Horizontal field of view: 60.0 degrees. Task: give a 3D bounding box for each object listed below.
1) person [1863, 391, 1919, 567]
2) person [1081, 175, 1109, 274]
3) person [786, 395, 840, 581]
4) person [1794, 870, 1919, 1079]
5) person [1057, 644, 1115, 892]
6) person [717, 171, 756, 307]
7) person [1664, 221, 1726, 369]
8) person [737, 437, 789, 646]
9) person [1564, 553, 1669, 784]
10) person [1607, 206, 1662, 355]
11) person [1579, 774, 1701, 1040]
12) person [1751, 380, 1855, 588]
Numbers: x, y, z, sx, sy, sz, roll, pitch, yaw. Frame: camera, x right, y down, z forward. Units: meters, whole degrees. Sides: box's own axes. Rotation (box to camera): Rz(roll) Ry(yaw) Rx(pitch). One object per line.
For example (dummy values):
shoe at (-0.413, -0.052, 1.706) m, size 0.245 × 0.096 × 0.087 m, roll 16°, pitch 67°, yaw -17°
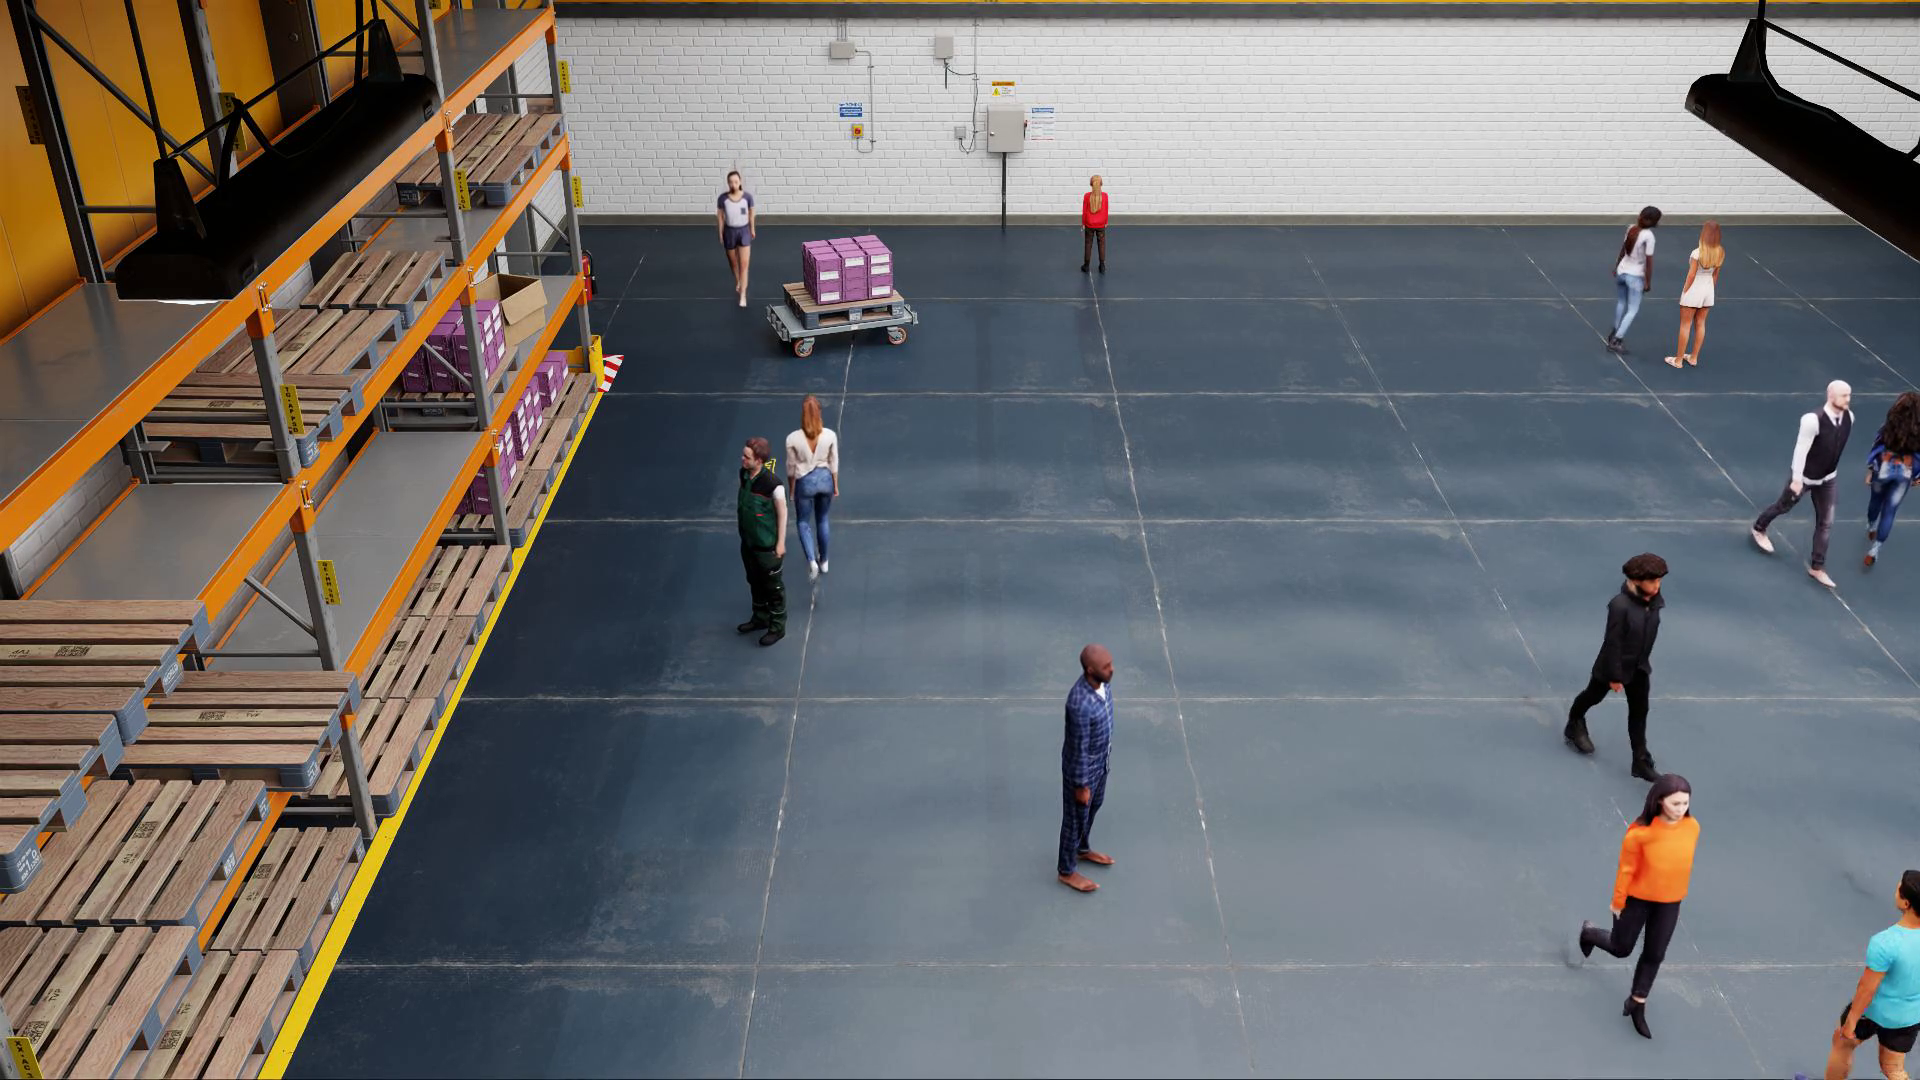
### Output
person at (8.250, -0.513, 14.737) m, size 0.977 × 1.573 × 1.177 m, roll 16°, pitch 32°, yaw 27°
person at (1.762, -4.117, 21.649) m, size 0.483 × 1.280 × 0.474 m, roll -1°, pitch 29°, yaw -1°
person at (-1.256, -0.410, 14.409) m, size 0.721 × 1.705 × 0.923 m, roll -6°, pitch 29°, yaw -10°
person at (5.030, 2.582, 8.877) m, size 0.819 × 1.750 × 1.146 m, roll -8°, pitch 30°, yaw -14°
person at (0.821, 1.449, 10.883) m, size 0.808 × 1.817 × 0.682 m, roll 12°, pitch 31°, yaw 22°
person at (-2.782, -3.778, 20.686) m, size 0.650 × 1.607 × 1.039 m, roll -2°, pitch 29°, yaw -3°
person at (8.324, -2.773, 18.749) m, size 0.623 × 1.697 × 0.627 m, roll -7°, pitch 29°, yaw -13°
person at (-1.608, -0.017, 13.546) m, size 0.790 × 1.841 × 0.727 m, roll -25°, pitch 37°, yaw -38°
person at (4.742, 0.855, 12.066) m, size 0.917 × 1.728 × 1.190 m, roll -11°, pitch 31°, yaw -19°
person at (7.738, -3.021, 19.214) m, size 0.879 × 1.688 × 0.735 m, roll -18°, pitch 34°, yaw -30°
person at (4.015, 2.082, 9.816) m, size 0.739 × 1.728 × 1.018 m, roll -6°, pitch 29°, yaw -10°
person at (7.421, -0.570, 14.625) m, size 0.940 × 1.779 × 1.327 m, roll -9°, pitch 30°, yaw -15°
